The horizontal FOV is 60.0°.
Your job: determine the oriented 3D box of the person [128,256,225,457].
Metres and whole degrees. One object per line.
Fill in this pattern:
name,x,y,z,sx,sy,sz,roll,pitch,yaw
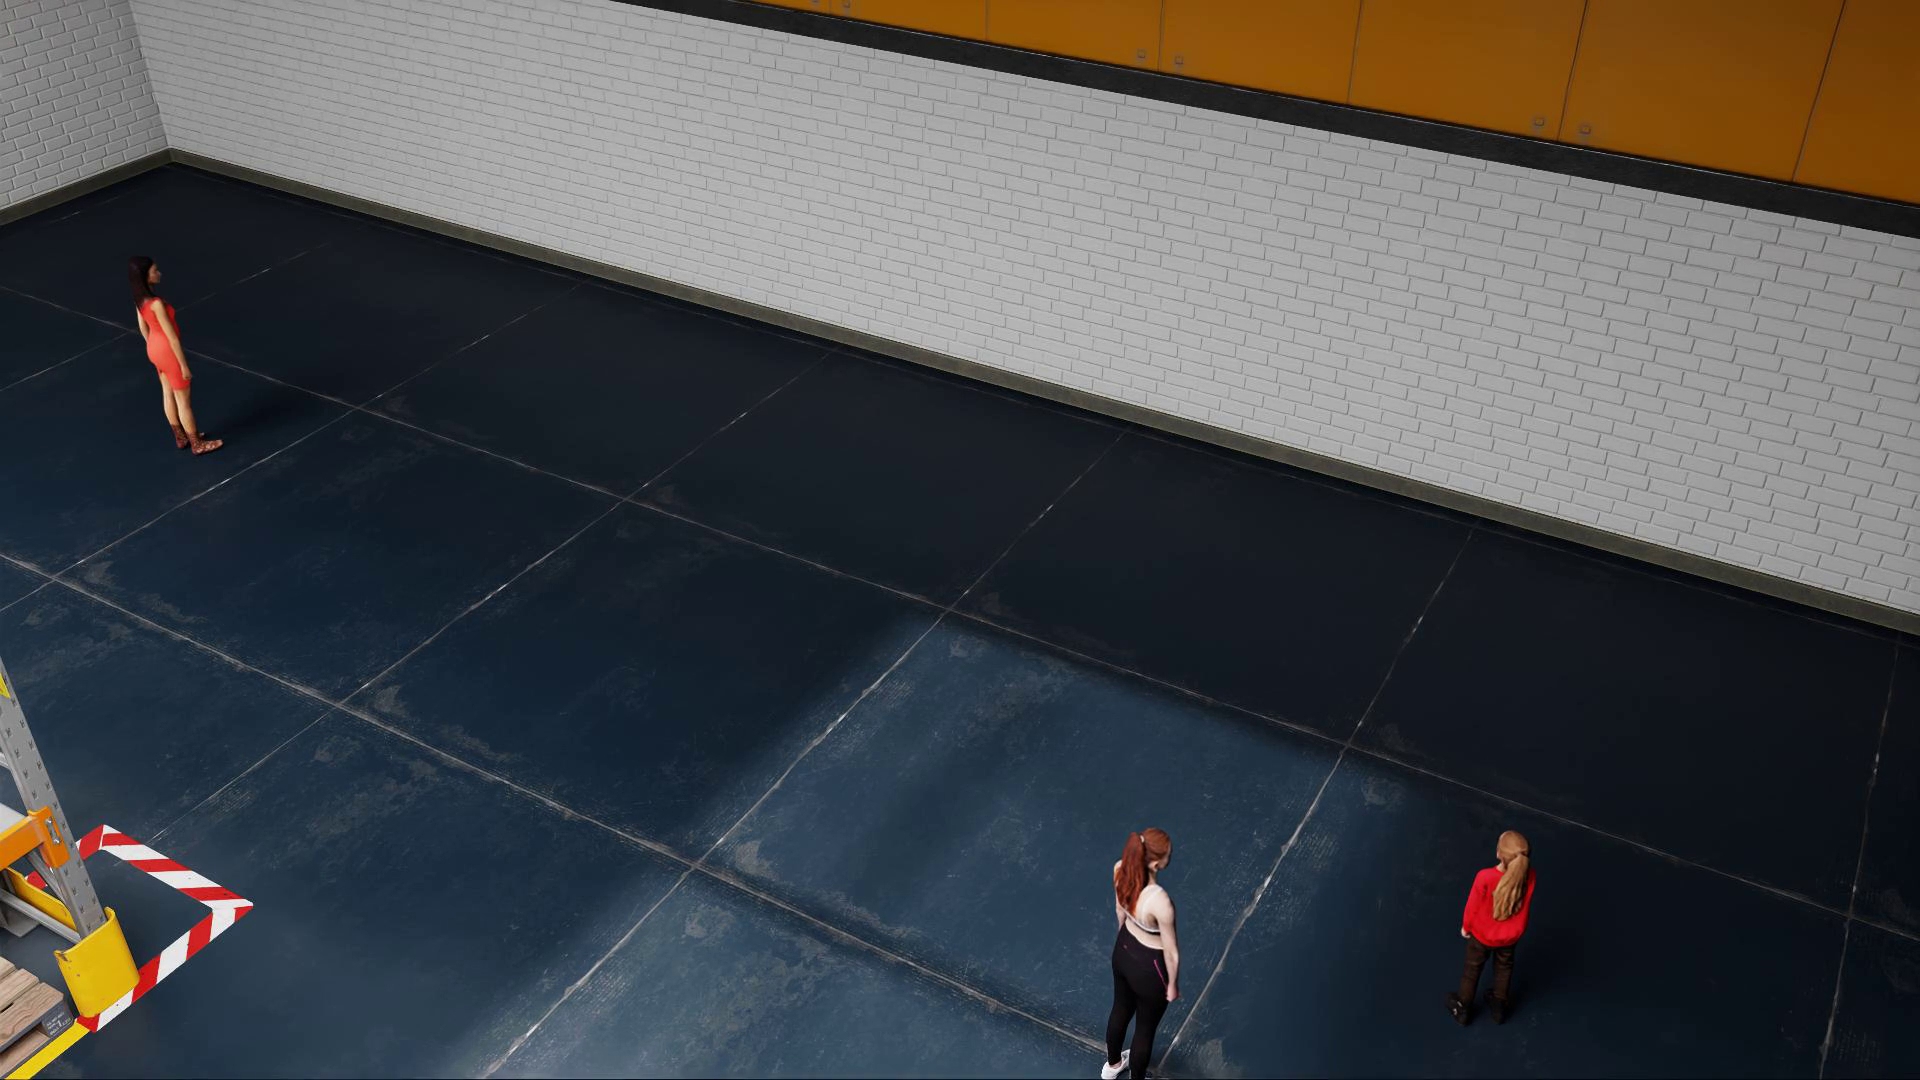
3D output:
person,-6.436,-1.490,13.502,0.602,1.718,0.562,23,40,31

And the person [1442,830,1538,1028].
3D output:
person,2.776,2.016,8.623,0.567,1.280,0.611,-3,34,-5

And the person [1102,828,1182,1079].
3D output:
person,0.879,2.074,8.119,0.676,1.741,0.668,-19,38,-26
